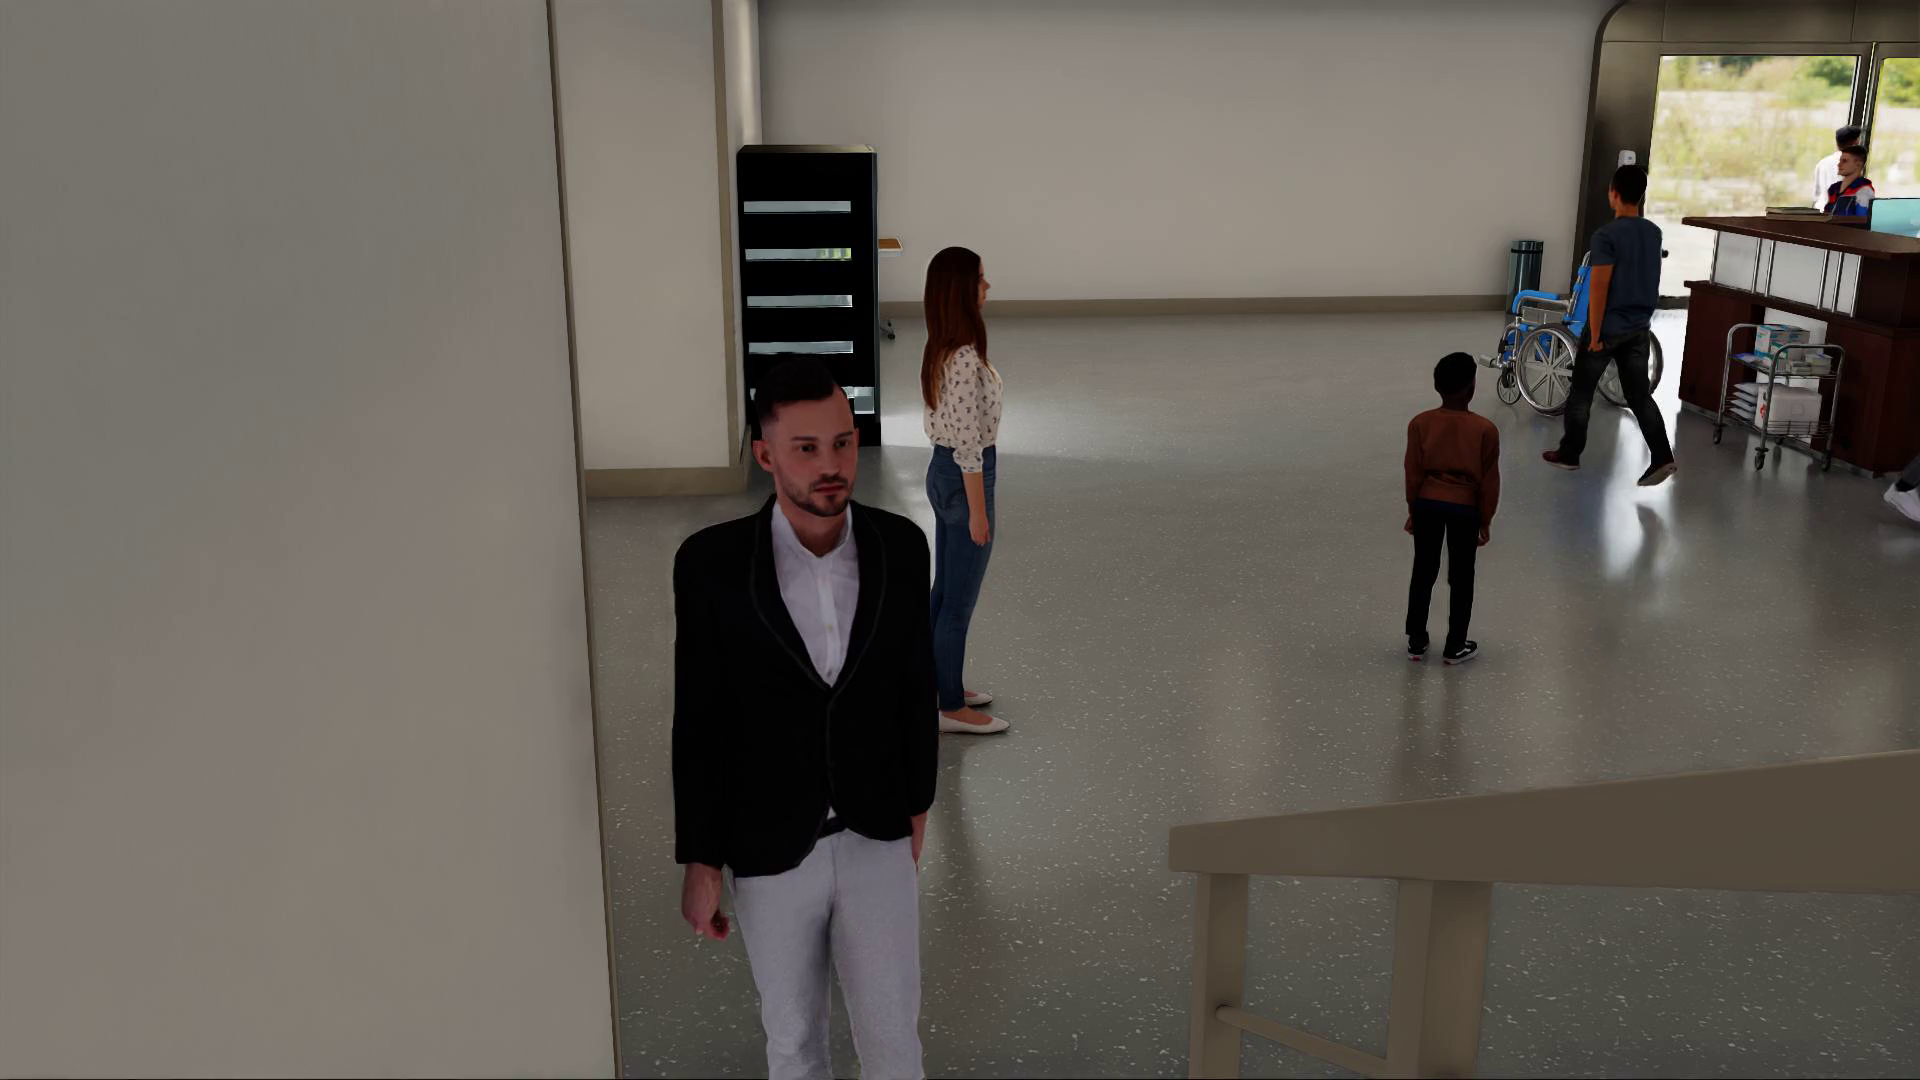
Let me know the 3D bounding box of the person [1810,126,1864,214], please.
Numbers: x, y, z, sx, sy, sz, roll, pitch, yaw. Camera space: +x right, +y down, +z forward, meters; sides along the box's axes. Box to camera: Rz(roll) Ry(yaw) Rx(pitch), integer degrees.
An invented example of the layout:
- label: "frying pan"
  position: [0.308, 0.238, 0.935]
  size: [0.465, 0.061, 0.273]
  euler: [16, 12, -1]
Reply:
- label: "person"
  position: [8.566, -3.148, 16.368]
  size: [0.836, 1.787, 0.717]
  euler: [-9, 18, -29]

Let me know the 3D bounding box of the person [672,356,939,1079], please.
- label: "person"
  position: [-0.299, 0.548, 3.183]
  size: [0.718, 1.827, 0.686]
  euler: [-4, 16, -15]

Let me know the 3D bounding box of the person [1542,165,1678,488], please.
- label: "person"
  position: [3.786, -1.159, 9.351]
  size: [0.808, 1.765, 1.228]
  euler: [-5, 16, -17]

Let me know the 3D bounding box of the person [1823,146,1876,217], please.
- label: "person"
  position: [6.908, -2.141, 12.917]
  size: [0.787, 1.721, 1.099]
  euler: [-3, 16, -11]

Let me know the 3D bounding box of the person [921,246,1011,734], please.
- label: "person"
  position: [-0.006, -0.176, 5.932]
  size: [0.660, 1.729, 0.466]
  euler: [-3, 16, -11]

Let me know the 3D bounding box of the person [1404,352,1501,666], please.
- label: "person"
  position: [1.941, -0.128, 6.635]
  size: [0.590, 1.254, 0.618]
  euler: [8, 18, 28]
